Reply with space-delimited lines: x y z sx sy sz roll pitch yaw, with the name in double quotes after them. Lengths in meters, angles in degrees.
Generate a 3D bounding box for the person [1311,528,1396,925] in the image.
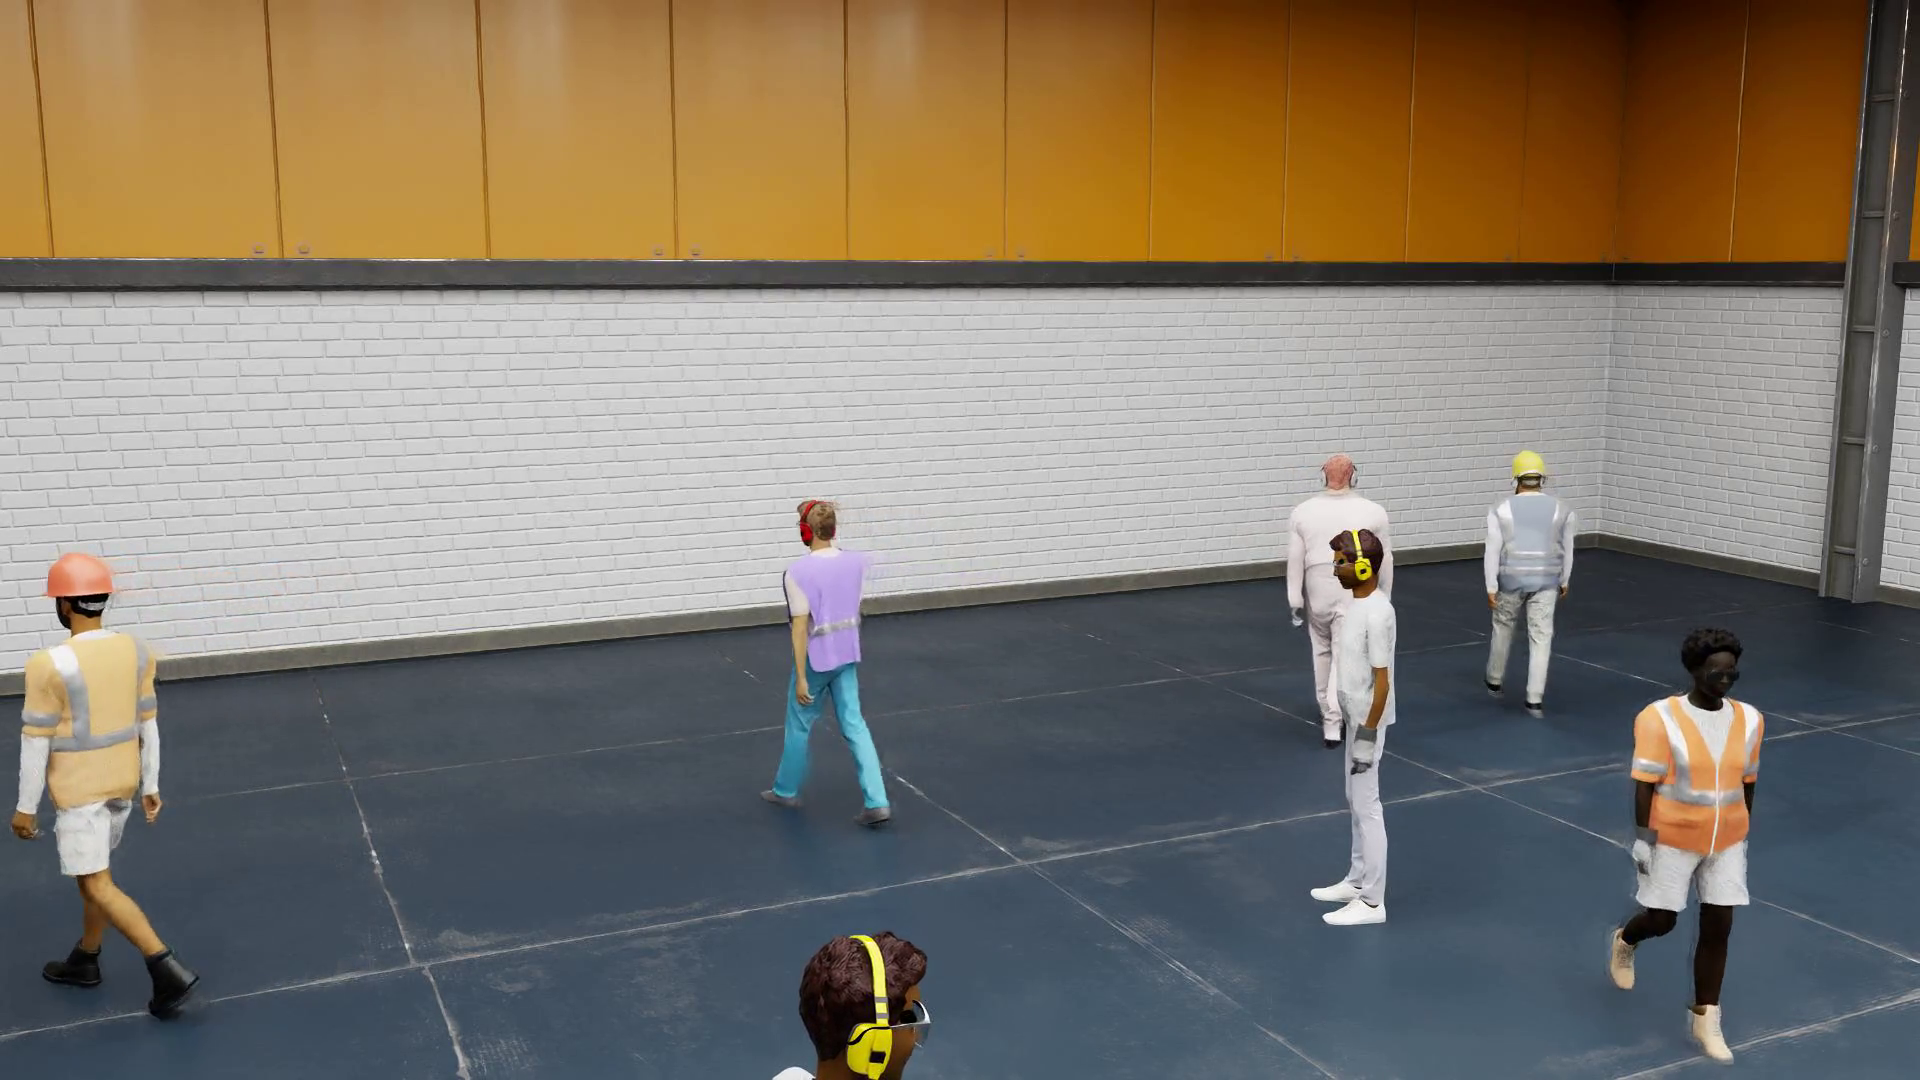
1.855 0.865 7.752 0.329 1.865 0.518 1 9 5 "person"

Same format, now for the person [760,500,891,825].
-0.729 0.672 9.188 0.584 1.805 0.993 -9 13 -44 "person"

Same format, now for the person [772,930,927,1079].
-0.225 1.627 3.087 0.366 1.849 0.490 -4 10 -22 "person"

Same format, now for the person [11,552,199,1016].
-3.505 0.999 6.821 0.919 1.907 0.560 3 10 20 "person"

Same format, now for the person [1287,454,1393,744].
2.493 0.363 10.911 0.644 1.853 1.012 4 10 25 "person"

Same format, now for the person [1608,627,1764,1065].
2.866 1.145 6.560 0.542 1.682 0.629 -1 9 -4 "person"

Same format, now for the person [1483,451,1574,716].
3.952 0.278 11.628 0.614 1.791 0.874 2 9 10 "person"
